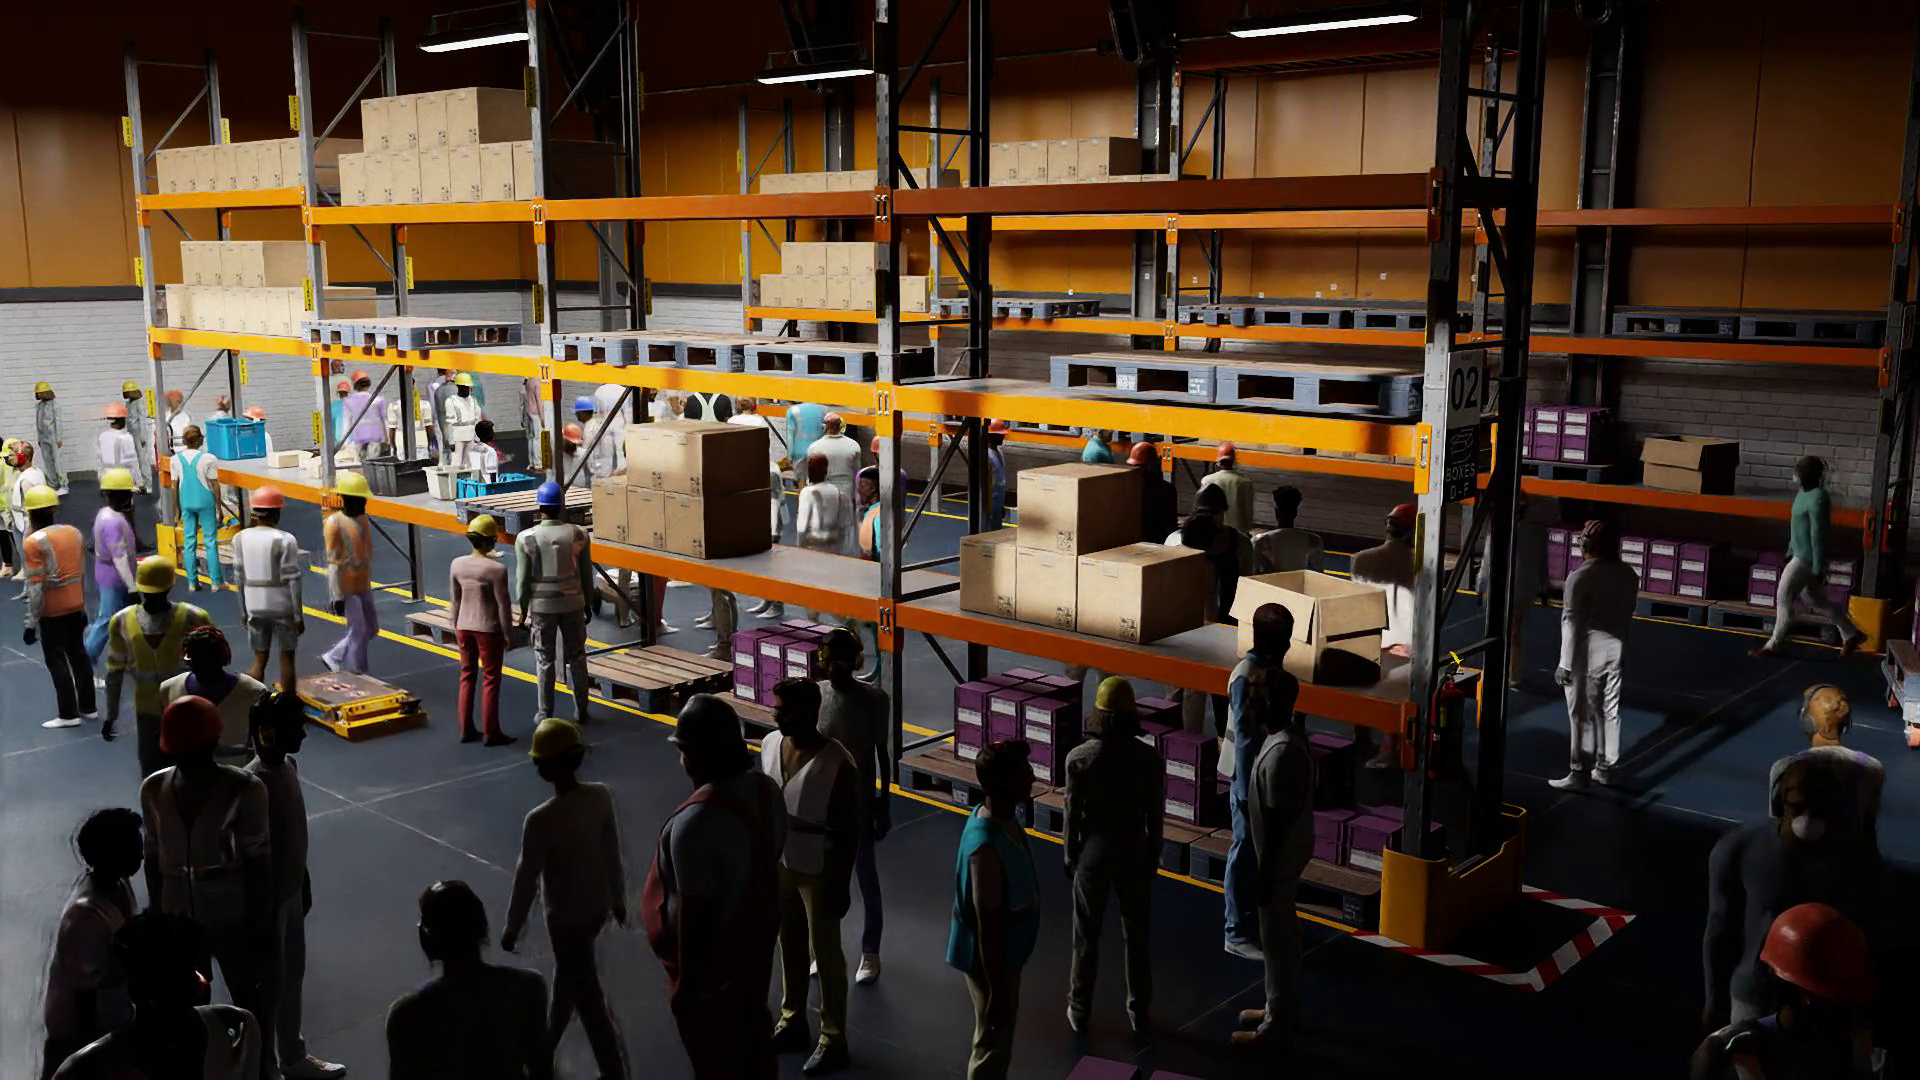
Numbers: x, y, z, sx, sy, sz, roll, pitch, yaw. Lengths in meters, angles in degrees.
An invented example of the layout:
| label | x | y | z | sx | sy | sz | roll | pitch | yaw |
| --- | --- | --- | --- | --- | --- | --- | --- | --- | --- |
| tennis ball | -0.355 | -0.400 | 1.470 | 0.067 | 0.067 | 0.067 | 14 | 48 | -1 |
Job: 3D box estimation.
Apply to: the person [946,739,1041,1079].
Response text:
| label | x | y | z | sx | sy | sz | roll | pitch | yaw |
| --- | --- | --- | --- | --- | --- | --- | --- | --- | --- |
| person | 0.139 | 1.693 | 6.657 | 0.376 | 1.844 | 0.575 | 1 | 10 | 5 |

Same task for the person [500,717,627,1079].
| label | x | y | z | sx | sy | sz | roll | pitch | yaw |
| --- | --- | --- | --- | --- | --- | --- | --- | --- | --- |
| person | -1.794 | 1.631 | 7.332 | 0.820 | 1.733 | 0.540 | 4 | 11 | 23 |

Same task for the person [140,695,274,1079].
| label | x | y | z | sx | sy | sz | roll | pitch | yaw |
| --- | --- | --- | --- | --- | --- | --- | --- | --- | --- |
| person | -3.184 | 1.586 | 7.049 | 0.544 | 1.929 | 0.387 | 0 | 10 | 2 |

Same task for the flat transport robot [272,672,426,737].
| label | x | y | z | sx | sy | sz | roll | pitch | yaw |
| --- | --- | --- | --- | --- | --- | --- | --- | --- | --- |
| flat transport robot | -4.950 | 1.290 | 13.397 | 1.431 | 0.197 | 0.652 | 10 | 14 | 44 |

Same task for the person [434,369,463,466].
| label | x | y | z | sx | sy | sz | roll | pitch | yaw |
| --- | --- | --- | --- | --- | --- | --- | --- | --- | --- |
| person | -7.899 | -1.752 | 25.999 | 0.639 | 1.902 | 0.407 | 8 | 13 | 36 |

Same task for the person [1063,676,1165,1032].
| label | x | y | z | sx | sy | sz | roll | pitch | yaw |
| --- | --- | --- | --- | --- | --- | --- | --- | --- | --- |
| person | 0.735 | 1.511 | 8.027 | 0.486 | 1.736 | 0.341 | 0 | 10 | -2 |

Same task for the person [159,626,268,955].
| label | x | y | z | sx | sy | sz | roll | pitch | yaw |
| --- | --- | --- | --- | --- | --- | --- | --- | --- | --- |
| person | -3.895 | 1.331 | 8.781 | 0.561 | 1.828 | 0.418 | 0 | 10 | 1 |

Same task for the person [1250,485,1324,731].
| label | x | y | z | sx | sy | sz | roll | pitch | yaw |
| --- | --- | --- | --- | --- | --- | --- | --- | --- | --- |
| person | 2.480 | 0.555 | 12.764 | 0.612 | 1.965 | 0.362 | -1 | 10 | -7 |

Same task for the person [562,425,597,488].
| label | x | y | z | sx | sy | sz | roll | pitch | yaw |
| --- | --- | --- | --- | --- | --- | --- | --- | --- | --- |
| person | -4.583 | -0.532 | 19.665 | 0.553 | 1.699 | 0.853 | -5 | 11 | -26 |

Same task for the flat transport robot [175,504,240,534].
| label | x | y | z | sx | sy | sz | roll | pitch | yaw |
| --- | --- | --- | --- | --- | --- | --- | --- | --- | --- |
| flat transport robot | -10.007 | -0.285 | 22.304 | 0.652 | 0.197 | 1.431 | -1 | 10 | -3 |

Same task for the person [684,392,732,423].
| label | x | y | z | sx | sy | sz | roll | pitch | yaw |
| --- | --- | --- | --- | --- | --- | --- | --- | --- | --- |
| person | -3.603 | -1.456 | 23.925 | 0.679 | 2.000 | 0.537 | -1 | 10 | -6 |

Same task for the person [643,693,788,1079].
| label | x | y | z | sx | sy | sz | roll | pitch | yaw |
| --- | --- | --- | --- | --- | --- | --- | --- | --- | --- |
| person | -0.998 | 1.600 | 6.647 | 0.536 | 2.000 | 0.688 | 4 | 11 | 22 |

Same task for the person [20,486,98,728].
| label | x | y | z | sx | sy | sz | roll | pitch | yaw |
| --- | --- | --- | --- | --- | --- | --- | --- | --- | --- |
| person | -7.127 | 0.535 | 13.079 | 0.452 | 1.911 | 0.619 | 2 | 10 | 10 |

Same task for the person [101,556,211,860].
| label | x | y | z | sx | sy | sz | roll | pitch | yaw |
| --- | --- | --- | --- | --- | --- | --- | --- | --- | --- |
| person | -4.927 | 1.028 | 10.235 | 0.679 | 1.913 | 0.418 | -2 | 10 | -11 |

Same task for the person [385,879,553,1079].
| label | x | y | z | sx | sy | sz | roll | pitch | yaw |
| --- | --- | --- | --- | --- | --- | --- | --- | --- | --- |
| person | -1.581 | 1.953 | 5.376 | 0.520 | 1.785 | 0.980 | -5 | 11 | -28 |

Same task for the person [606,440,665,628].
| label | x | y | z | sx | sy | sz | roll | pitch | yaw |
| --- | --- | --- | --- | --- | --- | --- | --- | --- | --- |
| person | -3.207 | -0.076 | 16.442 | 0.587 | 1.927 | 0.367 | 3 | 10 | 14 |

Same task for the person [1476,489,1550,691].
| label | x | y | z | sx | sy | sz | roll | pitch | yaw |
| --- | --- | --- | --- | --- | --- | --- | --- | --- | --- |
| person | 4.712 | 0.393 | 14.335 | 0.597 | 1.723 | 0.733 | -2 | 10 | -13 |

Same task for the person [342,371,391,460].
| label | x | y | z | sx | sy | sz | roll | pitch | yaw |
| --- | --- | --- | --- | --- | --- | --- | --- | --- | --- |
| person | -8.602 | -1.460 | 24.145 | 0.621 | 1.968 | 1.051 | -1 | 10 | -6 |

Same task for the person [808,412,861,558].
| label | x | y | z | sx | sy | sz | roll | pitch | yaw |
| --- | --- | --- | --- | --- | --- | --- | --- | --- | --- |
| person | -1.440 | -0.496 | 18.864 | 0.642 | 1.913 | 0.409 | -5 | 11 | -27 |

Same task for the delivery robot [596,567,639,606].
| label | x | y | z | sx | sy | sz | roll | pitch | yaw |
| --- | --- | --- | --- | --- | --- | --- | --- | --- | --- |
| delivery robot | -3.461 | 0.462 | 17.012 | 0.477 | 0.478 | 0.707 | -6 | 12 | -31 |

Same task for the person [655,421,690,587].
| label | x | y | z | sx | sy | sz | roll | pitch | yaw |
| --- | --- | --- | --- | --- | --- | --- | --- | --- | --- |
| person | -3.265 | -0.397 | 18.382 | 0.590 | 1.884 | 0.600 | 1 | 10 | 4 |

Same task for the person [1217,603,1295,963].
| label | x | y | z | sx | sy | sz | roll | pitch | yaw |
| --- | --- | --- | --- | --- | --- | --- | --- | --- | --- |
| person | 1.584 | 1.267 | 8.888 | 0.391 | 1.913 | 0.587 | 4 | 11 | 24 |

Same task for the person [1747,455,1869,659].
| label | x | y | z | sx | sy | sz | roll | pitch | yaw |
| --- | --- | --- | --- | --- | --- | --- | --- | --- | --- |
| person | 7.779 | 0.175 | 15.103 | 0.938 | 1.912 | 0.628 | 4 | 11 | 21 |

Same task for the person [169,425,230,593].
| label | x | y | z | sx | sy | sz | roll | pitch | yaw |
| --- | --- | --- | --- | --- | --- | --- | --- | --- | --- |
| person | -8.314 | -0.339 | 18.158 | 0.505 | 1.847 | 0.347 | -1 | 10 | -4 |

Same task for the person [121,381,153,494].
| label | x | y | z | sx | sy | sz | roll | pitch | yaw |
| --- | --- | --- | --- | --- | --- | --- | --- | --- | --- |
| person | -12.621 | -1.572 | 25.454 | 0.483 | 1.737 | 0.321 | 8 | 13 | 37 |

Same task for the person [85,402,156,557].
| label | x | y | z | sx | sy | sz | roll | pitch | yaw |
| --- | --- | --- | --- | --- | --- | --- | --- | --- | --- |
| person | -10.237 | -0.706 | 20.120 | 0.547 | 1.904 | 0.937 | 5 | 11 | 27 |

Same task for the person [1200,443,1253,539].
| label | x | y | z | sx | sy | sz | roll | pitch | yaw |
| --- | --- | --- | --- | --- | --- | --- | --- | --- | --- |
| person | 2.771 | -0.134 | 17.309 | 0.612 | 1.741 | 0.334 | -1 | 10 | -3 |

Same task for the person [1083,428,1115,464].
| label | x | y | z | sx | sy | sz | roll | pitch | yaw |
| --- | --- | --- | --- | --- | --- | --- | --- | --- | --- |
| person | 1.569 | -0.436 | 18.536 | 0.400 | 1.910 | 0.643 | 2 | 10 | 10 |

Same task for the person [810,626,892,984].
| label | x | y | z | sx | sy | sz | roll | pitch | yaw |
| --- | --- | --- | --- | --- | --- | --- | --- | --- | --- |
| person | -0.594 | 1.351 | 8.572 | 0.509 | 1.862 | 0.327 | 3 | 11 | 18 |

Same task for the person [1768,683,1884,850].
| label | x | y | z | sx | sy | sz | roll | pitch | yaw |
| --- | --- | --- | --- | --- | --- | --- | --- | --- | --- |
| person | 3.853 | 1.553 | 7.496 | 0.513 | 1.839 | 0.343 | 0 | 10 | -3 |

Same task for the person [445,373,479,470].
| label | x | y | z | sx | sy | sz | roll | pitch | yaw |
| --- | --- | --- | --- | --- | --- | --- | --- | --- | --- |
| person | -7.345 | -1.520 | 24.647 | 0.409 | 1.918 | 0.585 | 5 | 11 | 28 |

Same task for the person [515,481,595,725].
| label | x | y | z | sx | sy | sz | roll | pitch | yaw |
| --- | --- | --- | --- | --- | --- | --- | --- | --- | --- |
| person | -3.177 | 0.509 | 13.072 | 0.603 | 1.949 | 0.389 | -5 | 11 | -25 |

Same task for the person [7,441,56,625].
| label | x | y | z | sx | sy | sz | roll | pitch | yaw |
| --- | --- | --- | --- | --- | --- | --- | --- | --- | --- |
| person | -9.280 | -0.079 | 16.691 | 0.372 | 1.843 | 0.570 | -4 | 11 | -23 |

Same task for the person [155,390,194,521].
| label | x | y | z | sx | sy | sz | roll | pitch | yaw |
| --- | --- | --- | --- | --- | --- | --- | --- | --- | --- |
| person | -10.525 | -1.091 | 22.352 | 0.621 | 1.867 | 0.581 | 4 | 11 | 21 |
